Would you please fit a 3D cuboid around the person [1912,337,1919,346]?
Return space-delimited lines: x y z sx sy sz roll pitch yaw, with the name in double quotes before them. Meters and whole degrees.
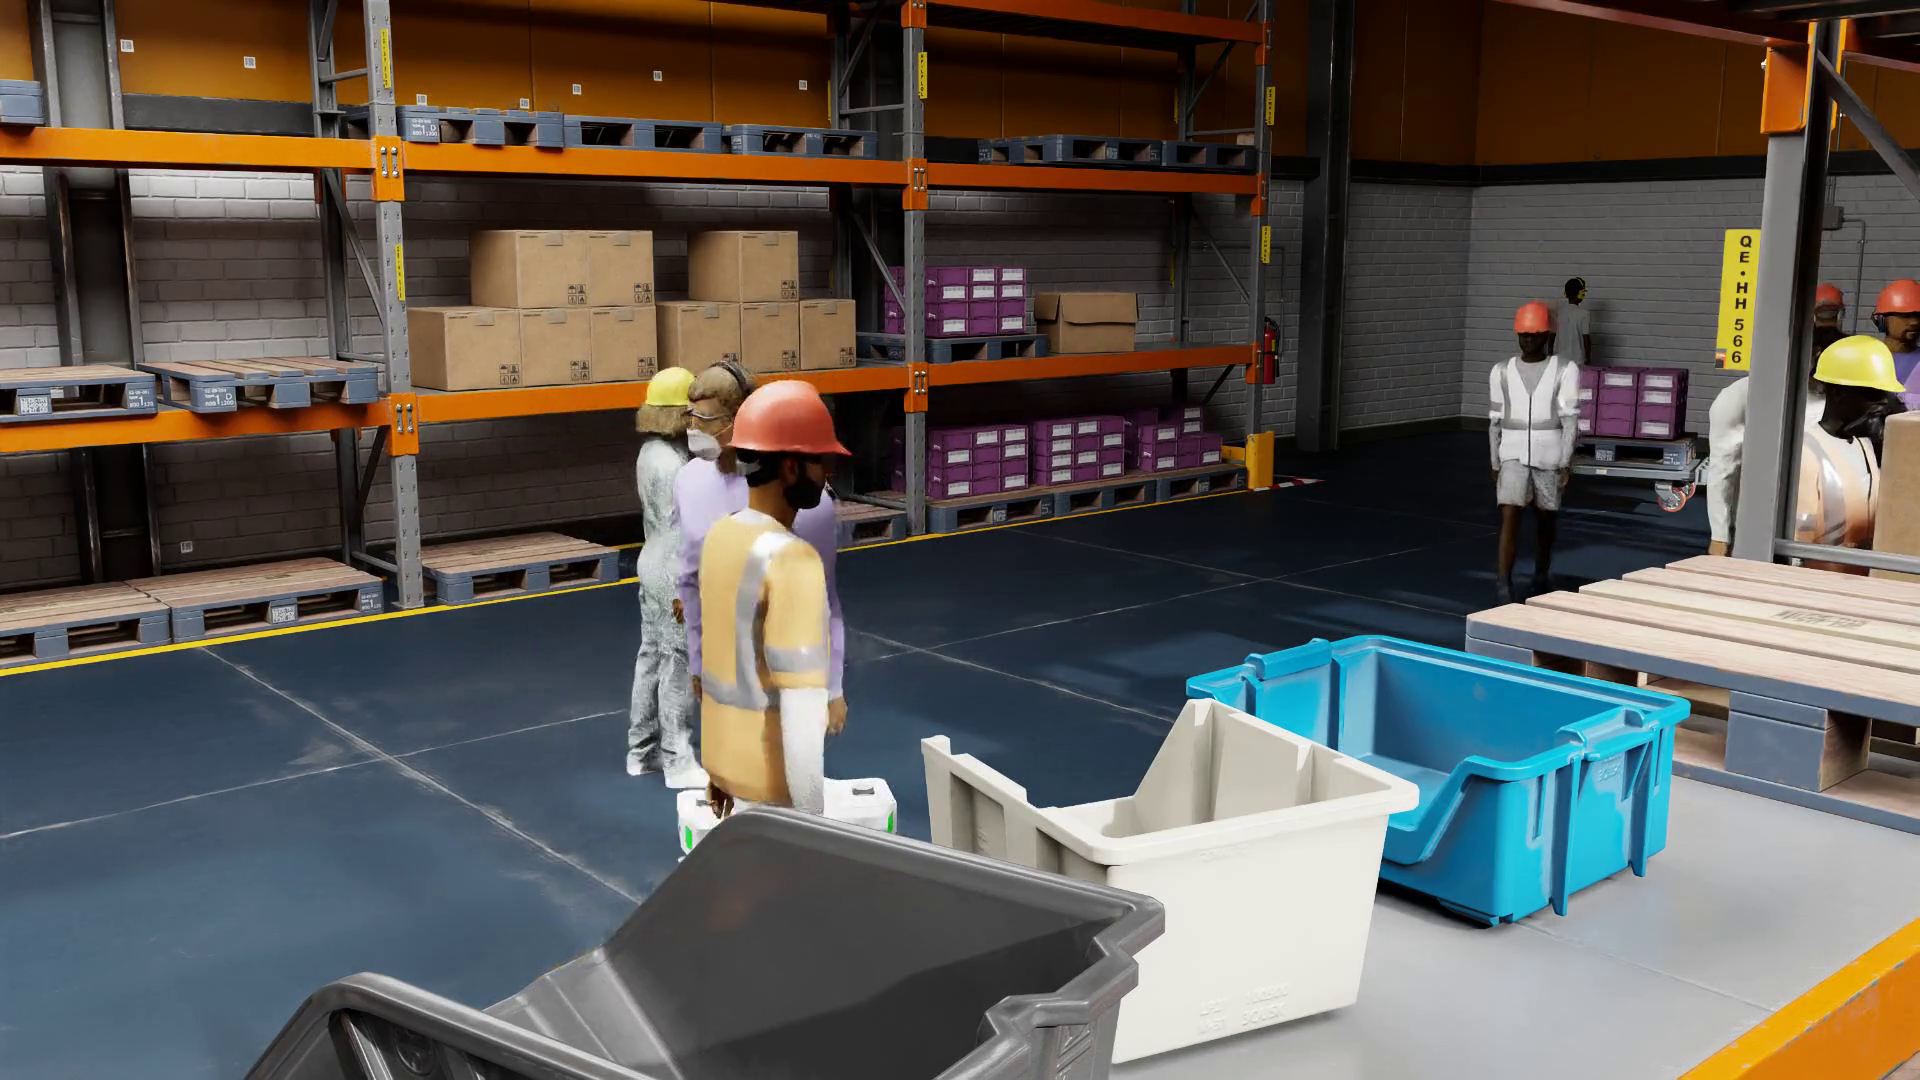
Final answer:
"person" 6.613 -0.767 11.768 0.404 1.829 0.600 -5 11 -27

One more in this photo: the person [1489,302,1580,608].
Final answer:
"person" 3.537 -0.526 10.294 0.548 1.892 1.028 5 11 25

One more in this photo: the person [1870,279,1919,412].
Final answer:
"person" 4.961 -0.365 8.918 0.611 2.047 0.361 4 11 22

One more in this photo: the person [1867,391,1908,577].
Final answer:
"person" 3.863 0.189 6.950 0.803 1.647 0.532 -6 12 -32

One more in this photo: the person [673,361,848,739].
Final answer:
"person" -0.534 0.379 5.191 0.646 1.907 0.747 9 13 41

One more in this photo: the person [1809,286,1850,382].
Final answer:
"person" 6.144 -0.833 11.861 0.626 1.928 1.075 7 12 33

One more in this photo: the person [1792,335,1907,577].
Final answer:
"person" 3.084 0.232 5.935 0.589 1.919 0.393 -9 13 -40

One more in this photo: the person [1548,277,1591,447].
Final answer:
"person" 6.574 -1.878 17.916 0.328 1.862 0.520 -8 13 -38

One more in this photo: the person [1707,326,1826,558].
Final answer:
"person" 3.611 -0.041 7.406 0.629 1.939 0.374 -2 10 -11

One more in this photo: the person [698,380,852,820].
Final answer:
"person" -0.538 0.559 4.133 0.818 1.910 0.563 -5 11 -27

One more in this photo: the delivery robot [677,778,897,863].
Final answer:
"delivery robot" -0.577 0.945 5.494 0.707 0.478 0.477 -2 10 -12

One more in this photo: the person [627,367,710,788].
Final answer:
"person" -1.187 0.155 6.868 0.338 1.745 0.492 -4 11 -22
